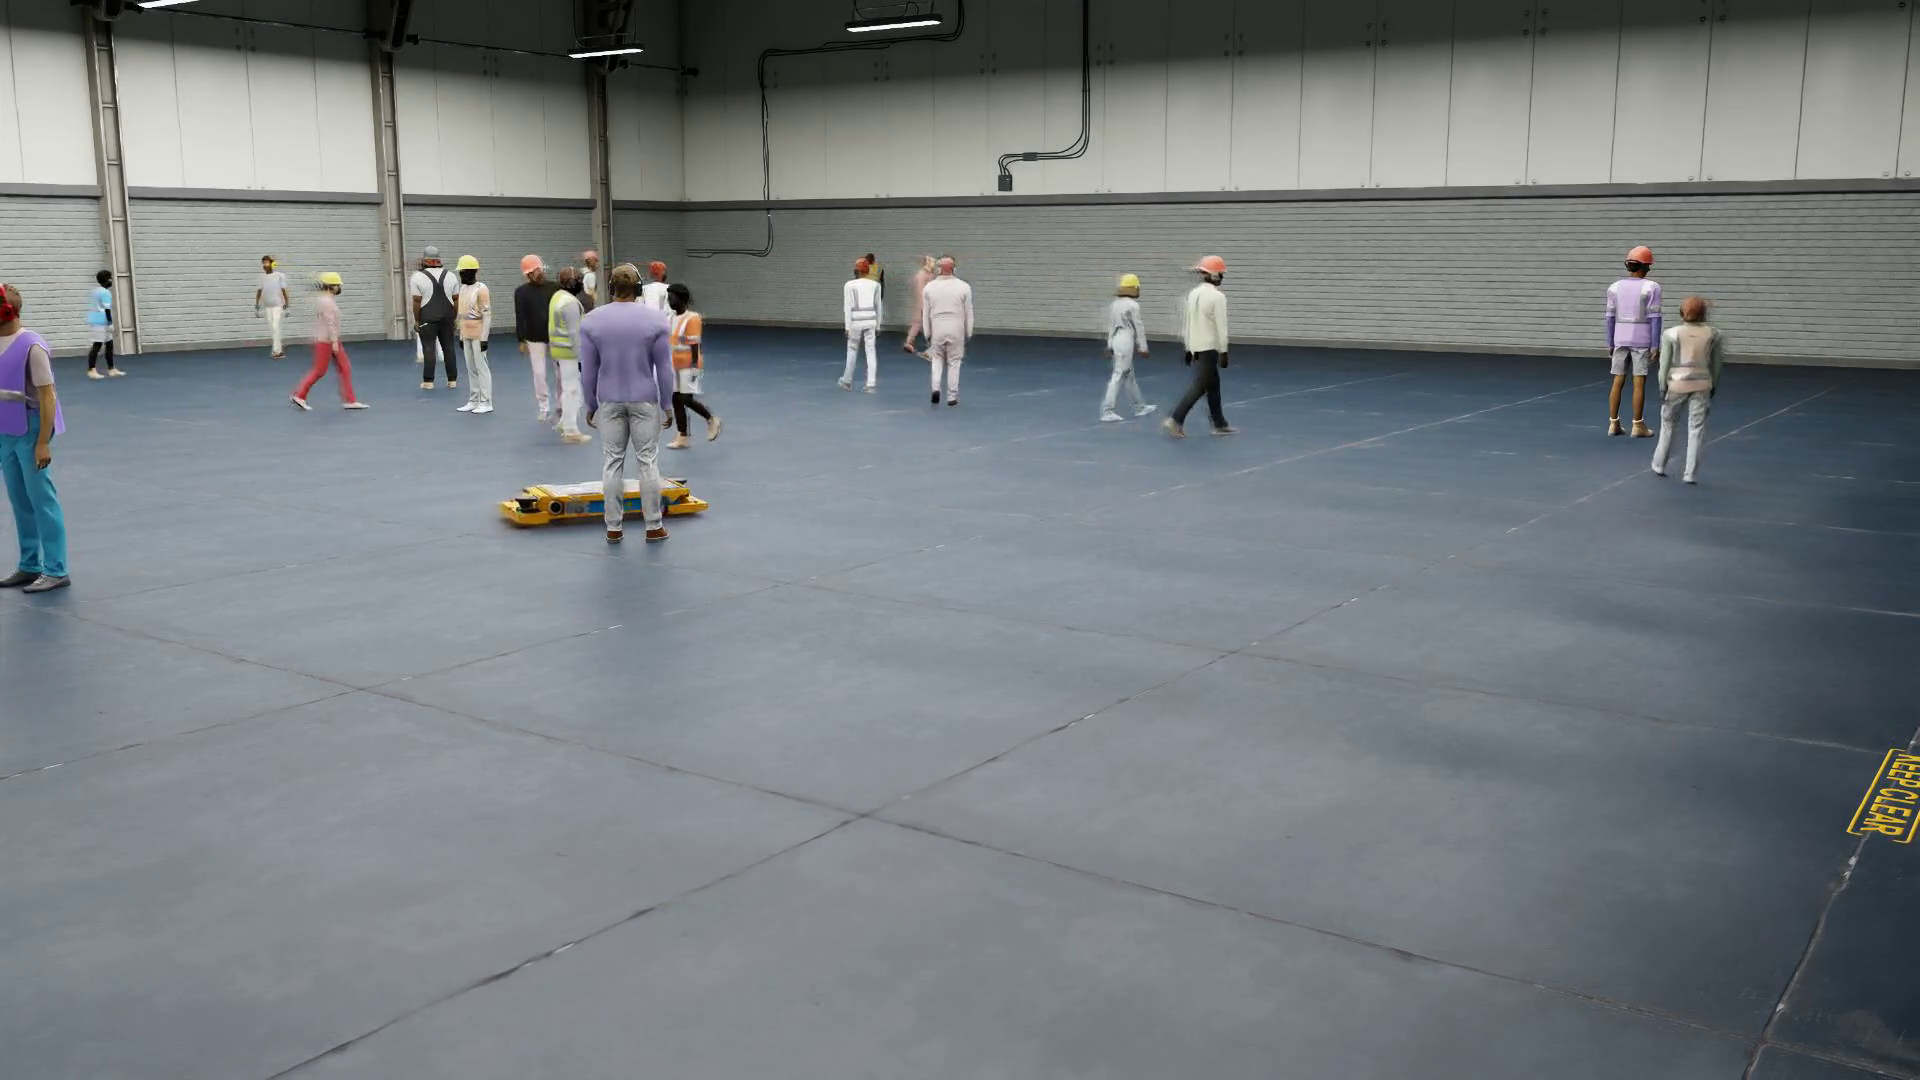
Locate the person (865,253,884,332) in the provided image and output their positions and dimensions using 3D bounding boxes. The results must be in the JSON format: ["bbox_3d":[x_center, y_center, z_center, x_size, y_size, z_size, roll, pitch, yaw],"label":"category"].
[{"bbox_3d":[-2.079,-5.731,38.645,0.633,1.843,0.429,-3,11,-16],"label":"person"}]

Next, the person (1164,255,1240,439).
[{"bbox_3d":[2.593,-2.061,17.787,0.986,1.959,0.636,-5,11,-24],"label":"person"}]

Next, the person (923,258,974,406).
[{"bbox_3d":[-0.145,-2.665,21.355,0.641,1.891,0.421,2,10,9],"label":"person"}]

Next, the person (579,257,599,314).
[{"bbox_3d":[-7.157,-4.562,32.164,0.452,1.817,0.548,-5,11,-28],"label":"person"}]

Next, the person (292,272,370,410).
[{"bbox_3d":[-7.905,-2.475,20.716,0.876,1.725,0.532,-2,10,-11],"label":"person"}]

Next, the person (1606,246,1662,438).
[{"bbox_3d":[7.228,-2.117,17.842,0.370,2.044,0.608,-9,13,-40],"label":"person"}]

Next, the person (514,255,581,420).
[{"bbox_3d":[-4.866,-2.383,19.628,0.770,1.946,0.530,-5,11,-27],"label":"person"}]

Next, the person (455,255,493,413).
[{"bbox_3d":[-5.978,-2.519,20.414,0.594,1.926,0.366,10,14,43],"label":"person"}]

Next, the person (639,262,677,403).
[{"bbox_3d":[-3.891,-2.719,21.809,0.582,1.827,0.997,6,12,30],"label":"person"}]

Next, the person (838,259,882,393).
[{"bbox_3d":[-1.411,-2.991,23.274,0.610,1.843,0.940,-5,11,-27],"label":"person"}]

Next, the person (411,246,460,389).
[{"bbox_3d":[-7.556,-3.195,23.886,0.683,2.000,0.538,-8,13,-36],"label":"person"}]

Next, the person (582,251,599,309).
[{"bbox_3d":[-7.437,-4.857,33.513,0.415,1.924,0.575,-1,10,-3],"label":"person"}]

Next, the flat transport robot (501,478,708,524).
[{"bbox_3d":[-2.711,-0.311,12.688,1.431,0.197,0.652,-5,11,-26],"label":"flat transport robot"}]

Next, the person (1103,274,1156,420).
[{"bbox_3d":[2.026,-2.264,19.606,0.866,1.703,0.499,-4,11,-23],"label":"person"}]

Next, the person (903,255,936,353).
[{"bbox_3d":[-0.615,-4.431,31.331,1.005,1.865,0.655,4,11,22],"label":"person"}]

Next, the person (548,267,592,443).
[{"bbox_3d":[-4.023,-1.907,17.262,0.452,1.829,0.656,-5,11,-24],"label":"person"}]

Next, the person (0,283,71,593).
[{"bbox_3d":[-5.591,-0.609,9.953,0.566,1.841,0.381,7,12,33],"label":"person"}]

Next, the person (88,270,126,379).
[{"bbox_3d":[-13.234,-3.317,25.635,0.593,1.665,0.552,-8,13,-36],"label":"person"}]

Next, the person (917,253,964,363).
[{"bbox_3d":[-0.356,-4.014,28.864,0.981,1.891,0.652,3,11,18],"label":"person"}]

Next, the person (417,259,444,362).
[{"bbox_3d":[-9.166,-4.002,29.033,0.776,1.814,0.657,-4,11,-22],"label":"person"}]

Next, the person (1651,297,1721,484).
[{"bbox_3d":[6.370,-1.318,14.595,0.522,1.610,0.734,2,10,13],"label":"person"}]

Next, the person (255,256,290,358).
[{"bbox_3d":[-12.431,-4.176,29.923,0.570,1.837,0.819,1,10,6],"label":"person"}]

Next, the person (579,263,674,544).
[{"bbox_3d":[-2.290,-0.935,11.513,0.635,1.938,0.359,-1,10,-3],"label":"person"}]

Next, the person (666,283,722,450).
[{"bbox_3d":[-2.734,-1.753,16.801,0.482,1.679,0.539,-10,14,-44],"label":"person"}]
